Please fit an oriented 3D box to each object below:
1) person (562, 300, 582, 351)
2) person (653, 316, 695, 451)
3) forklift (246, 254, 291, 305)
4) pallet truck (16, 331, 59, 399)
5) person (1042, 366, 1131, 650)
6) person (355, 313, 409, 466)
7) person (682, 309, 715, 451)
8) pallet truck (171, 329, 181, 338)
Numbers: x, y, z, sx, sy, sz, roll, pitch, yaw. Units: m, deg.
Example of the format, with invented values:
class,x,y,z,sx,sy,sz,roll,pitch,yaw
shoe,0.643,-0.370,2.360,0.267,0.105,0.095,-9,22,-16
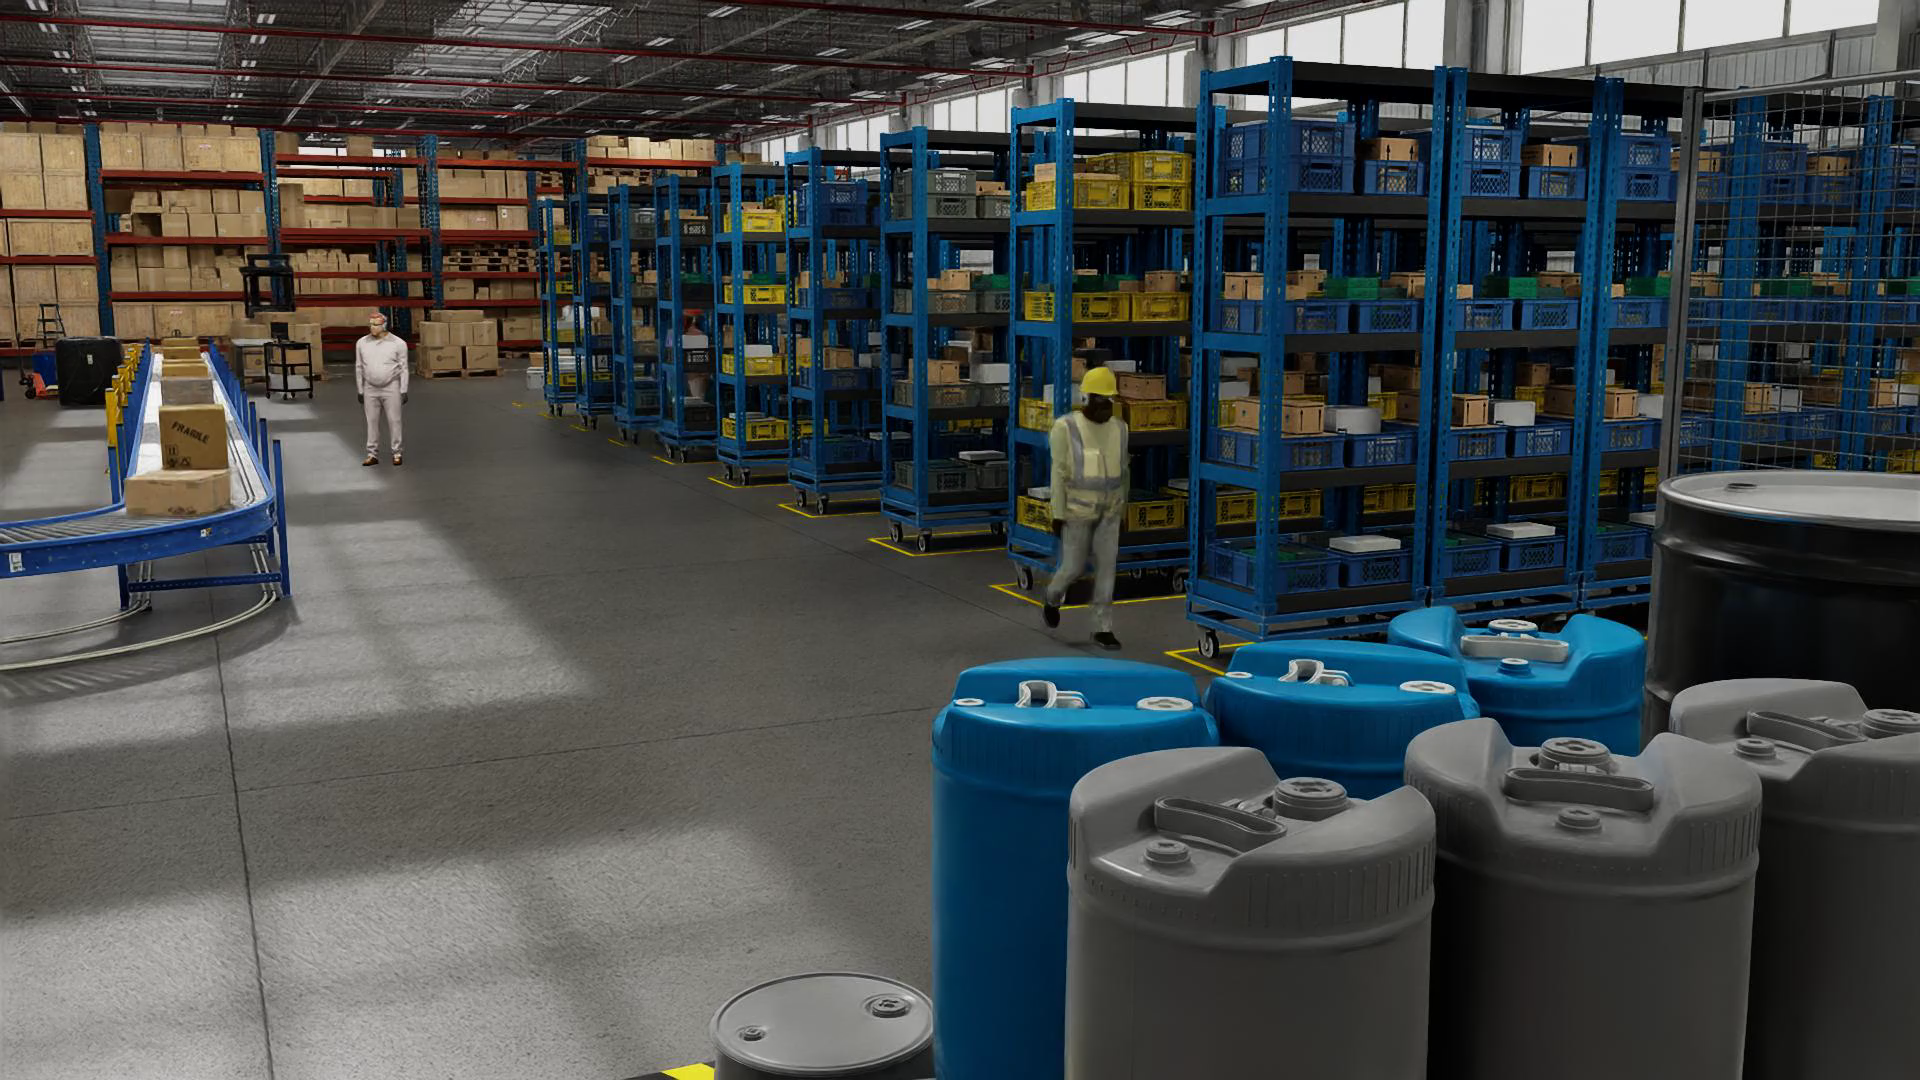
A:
class,x,y,z,sx,sy,sz,roll,pitch,yaw
person,-9.380,-5.057,40.382,0.605,1.940,0.408,4,10,21
person,-3.810,-2.097,22.376,0.495,1.816,0.627,0,9,-1
forklift,-16.141,-5.309,39.029,1.129,2.768,1.873,-3,10,-16
pallet truck,-17.082,-3.353,31.781,1.630,1.274,0.653,-4,10,-25
person,0.819,-0.219,10.731,0.606,1.814,0.631,-4,10,-25
person,-7.195,-1.868,20.705,0.643,1.905,0.400,-1,9,-3
person,-3.606,-2.203,22.492,0.613,1.994,0.395,8,12,39
pallet truck,-17.275,-3.851,35.096,1.601,1.201,0.680,0,9,1
